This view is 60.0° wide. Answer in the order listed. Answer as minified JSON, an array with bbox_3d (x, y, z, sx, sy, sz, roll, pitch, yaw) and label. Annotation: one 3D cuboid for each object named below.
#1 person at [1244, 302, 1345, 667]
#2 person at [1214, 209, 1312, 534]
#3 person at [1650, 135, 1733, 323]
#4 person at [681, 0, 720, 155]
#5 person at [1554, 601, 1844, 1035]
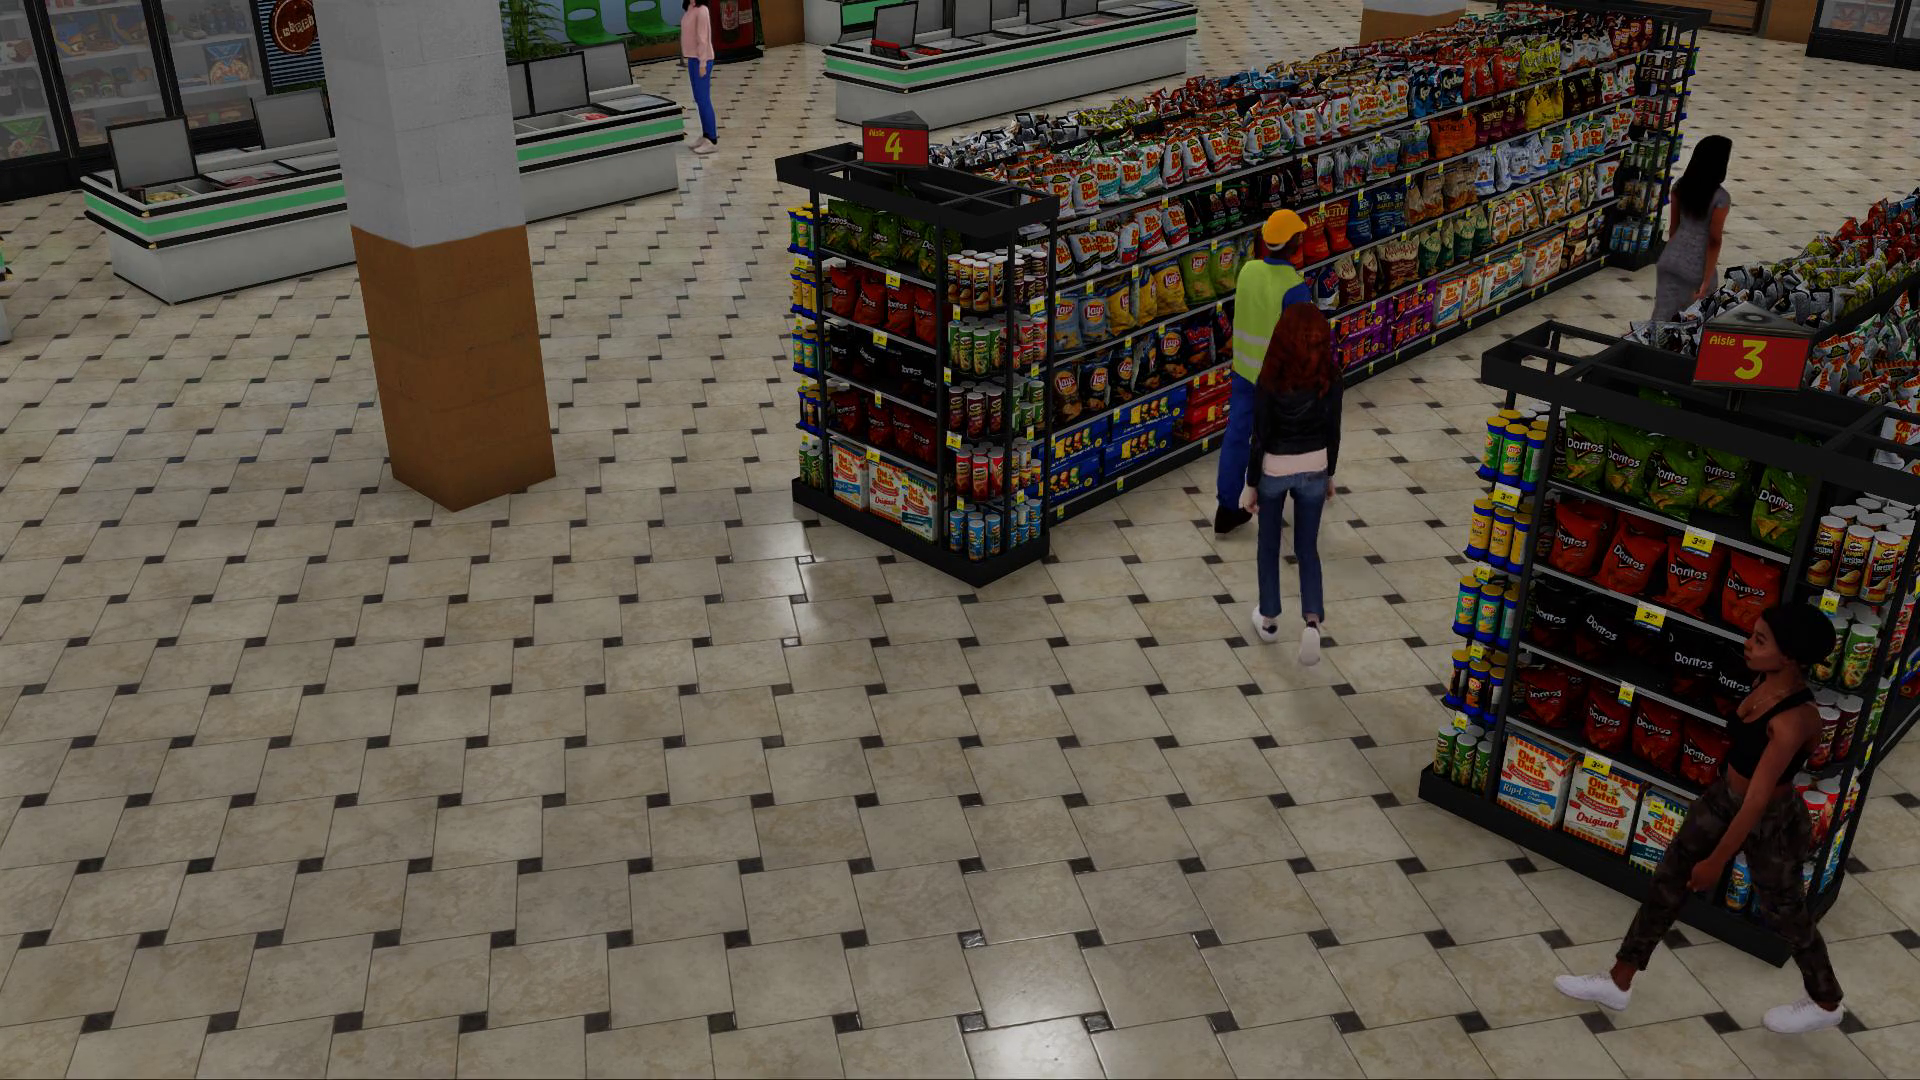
[{"bbox_3d":[1.553,-0.209,7.702,1.031,1.769,1.067,-1,27,-2],"label":"person"},{"bbox_3d":[1.602,-0.871,8.997,1.125,1.778,0.696,-23,35,-38],"label":"person"},{"bbox_3d":[4.557,-1.664,10.591,1.055,1.751,0.725,-18,32,-31],"label":"person"},{"bbox_3d":[-2.614,-4.807,16.775,0.688,1.764,0.720,-10,29,-20],"label":"person"},{"bbox_3d":[2.694,1.032,5.484,1.115,1.562,1.152,4,27,8],"label":"person"}]
